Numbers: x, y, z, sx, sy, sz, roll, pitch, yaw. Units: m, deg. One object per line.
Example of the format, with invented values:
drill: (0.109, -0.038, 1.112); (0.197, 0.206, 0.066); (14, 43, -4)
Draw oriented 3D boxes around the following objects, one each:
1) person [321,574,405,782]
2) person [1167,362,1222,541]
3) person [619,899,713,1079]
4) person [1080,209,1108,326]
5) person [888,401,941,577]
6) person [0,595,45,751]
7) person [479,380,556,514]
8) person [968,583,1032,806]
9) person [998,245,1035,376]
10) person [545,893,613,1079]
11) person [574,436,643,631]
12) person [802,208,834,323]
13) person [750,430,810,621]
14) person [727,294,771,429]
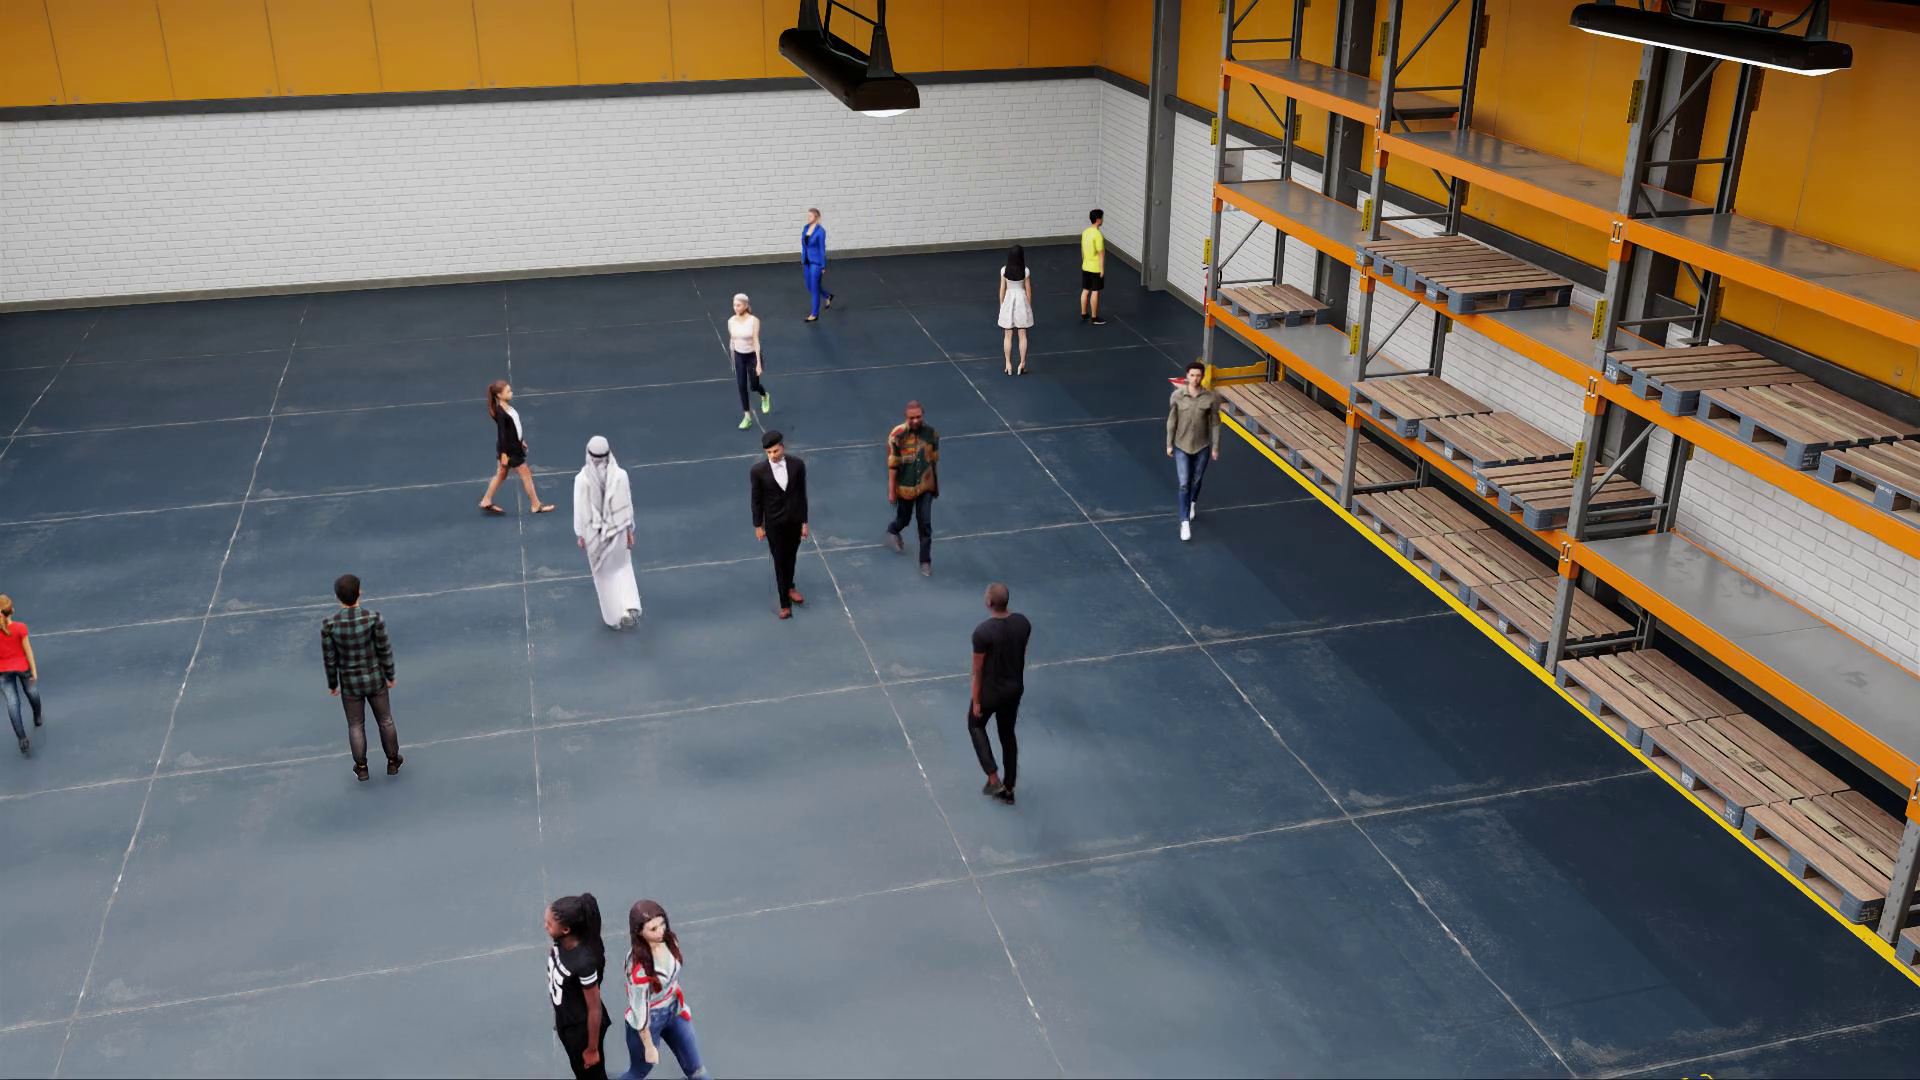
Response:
person: (-4.629, 1.050, 12.837); (0.689, 1.714, 0.543); (-8, 25, -18)
person: (2.471, -0.998, 17.604); (0.978, 1.819, 1.248); (3, 24, 6)
person: (-1.789, 2.726, 9.406); (1.122, 1.562, 1.042); (13, 27, 27)
person: (1.981, -4.088, 24.813); (0.743, 1.707, 0.560); (-14, 27, -29)
person: (-0.498, -0.581, 16.709); (0.741, 1.772, 1.146); (-9, 25, -19)
person: (-7.686, 1.092, 13.491); (0.607, 1.285, 0.946); (-11, 26, -25)
person: (-4.945, -0.986, 17.940); (0.712, 1.527, 1.018); (-2, 24, -5)
person: (0.341, 1.205, 12.577); (0.735, 1.809, 0.745); (-12, 26, -26)
person: (0.750, -3.116, 22.507); (0.738, 1.774, 0.749); (2, 24, 4)
person: (-2.112, 2.697, 9.261); (0.745, 1.732, 0.621); (-16, 28, -32)
person: (-3.228, -0.014, 15.238); (0.741, 1.911, 0.876); (-9, 25, -20)
person: (-2.112, -4.134, 24.947); (0.966, 1.684, 0.967); (18, 30, 36)
person: (-1.667, -0.217, 15.799); (0.716, 1.835, 1.059); (-11, 26, -23)
person: (-2.594, -2.246, 20.624); (0.869, 1.688, 0.968); (9, 25, 19)
